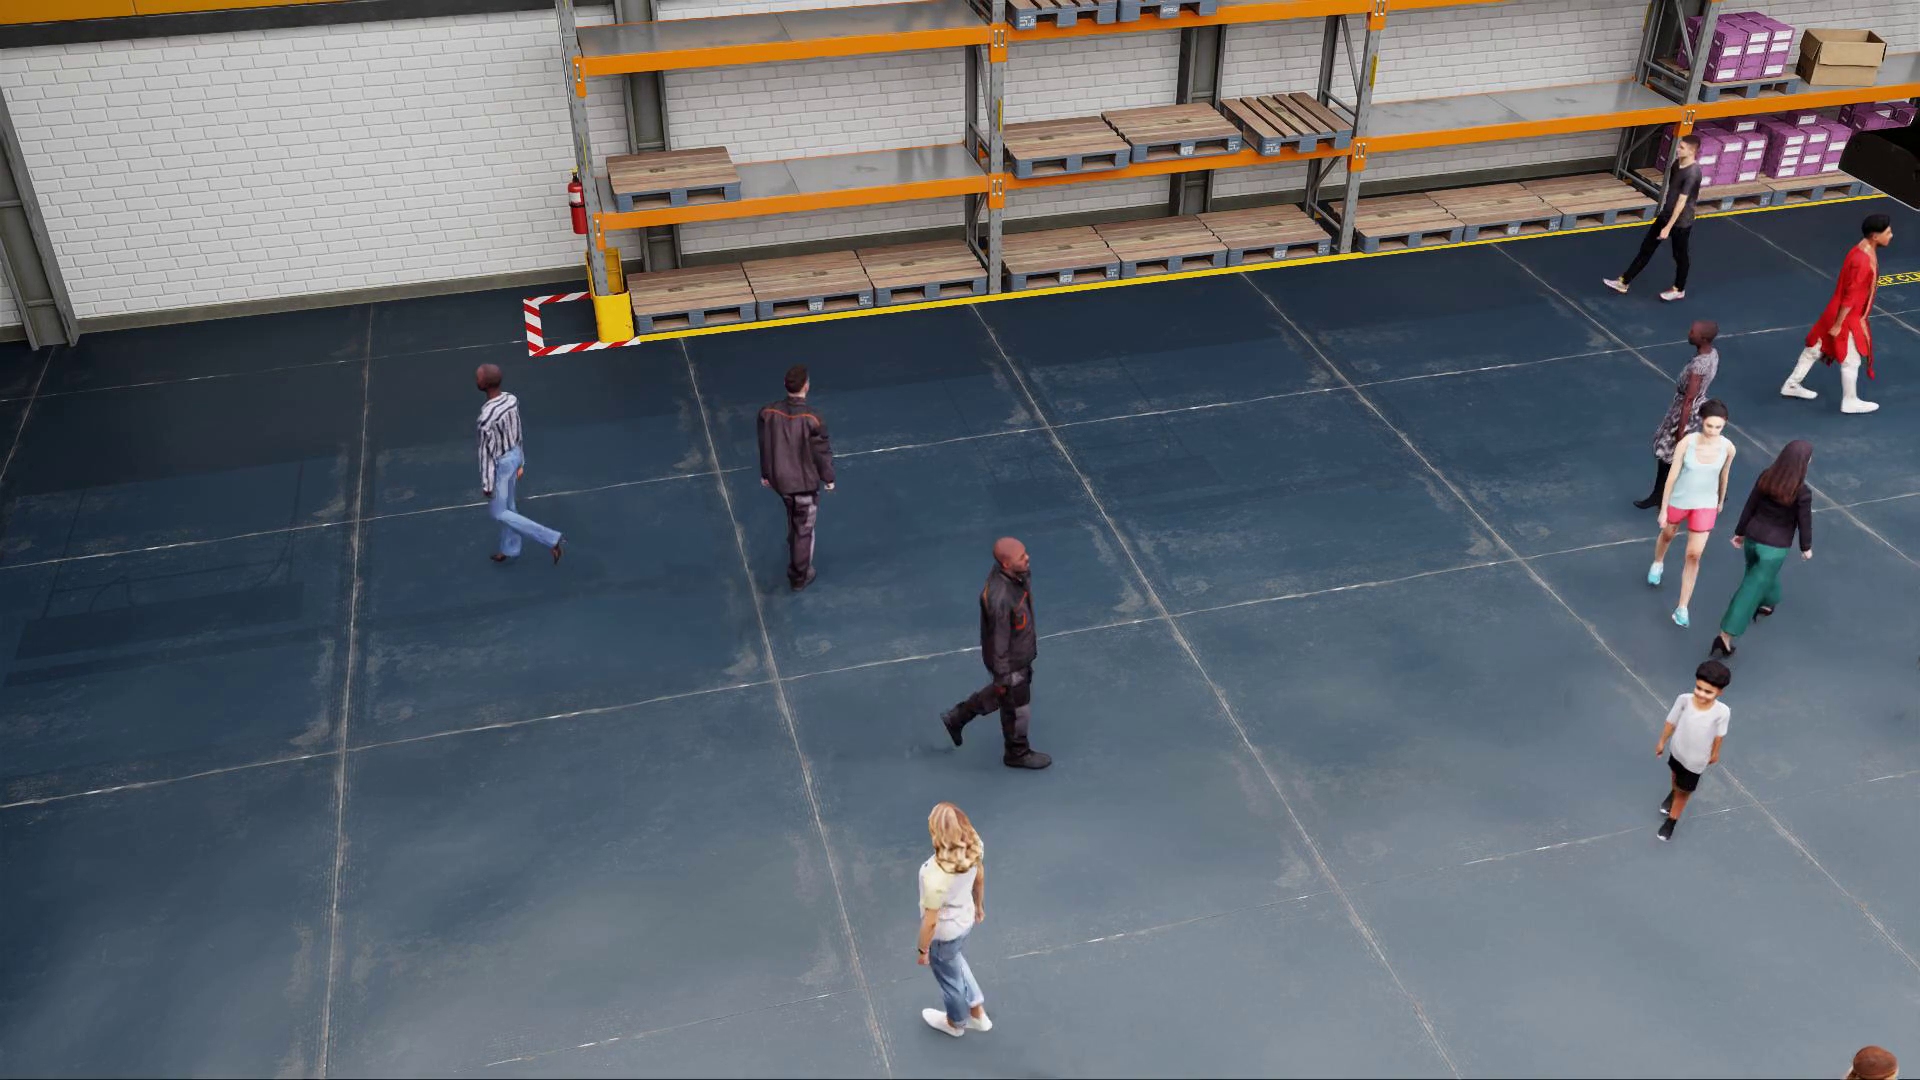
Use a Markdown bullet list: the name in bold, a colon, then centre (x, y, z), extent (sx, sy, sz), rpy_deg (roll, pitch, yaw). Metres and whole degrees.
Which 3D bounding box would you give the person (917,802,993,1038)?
- **person**: centre (0.019, 2.090, 8.831), extent (0.864, 1.716, 0.803), rpy_deg (19, 38, 26)

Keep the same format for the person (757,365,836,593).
- **person**: centre (-1.268, -0.430, 12.511), extent (0.921, 1.838, 0.988), rpy_deg (13, 36, 18)

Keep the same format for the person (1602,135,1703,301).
- **person**: centre (7.304, -3.213, 16.801), extent (1.108, 1.725, 0.771), rpy_deg (-4, 34, -6)

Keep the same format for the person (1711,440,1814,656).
- **person**: centre (5.672, 0.101, 11.835), extent (1.050, 1.704, 0.723), rpy_deg (-13, 36, -19)

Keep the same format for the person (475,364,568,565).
- **person**: centre (-3.401, -0.511, 12.688), extent (1.042, 1.778, 0.879), rpy_deg (6, 34, 9)

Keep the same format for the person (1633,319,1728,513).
- **person**: centre (5.896, -0.918, 13.309), extent (1.008, 1.769, 0.963), rpy_deg (20, 38, 27)

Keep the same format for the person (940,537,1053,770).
- **person**: centre (0.220, 0.728, 10.798), extent (1.112, 1.806, 0.924), rpy_deg (4, 34, 6)

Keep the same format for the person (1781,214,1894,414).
- **person**: centre (7.831, -2.048, 14.935), extent (1.169, 1.850, 1.046), rpy_deg (11, 35, 16)

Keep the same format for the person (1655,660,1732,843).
- **person**: centre (4.650, 1.259, 10.515), extent (0.750, 1.235, 0.871), rpy_deg (25, 41, 33)

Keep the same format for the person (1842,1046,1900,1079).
- **person**: centre (4.288, 2.873, 8.124), extent (0.606, 1.194, 0.546), rpy_deg (17, 37, 24)

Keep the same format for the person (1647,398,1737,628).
- **person**: centre (5.427, -0.282, 12.402), extent (1.176, 1.714, 1.085), rpy_deg (9, 35, 14)
